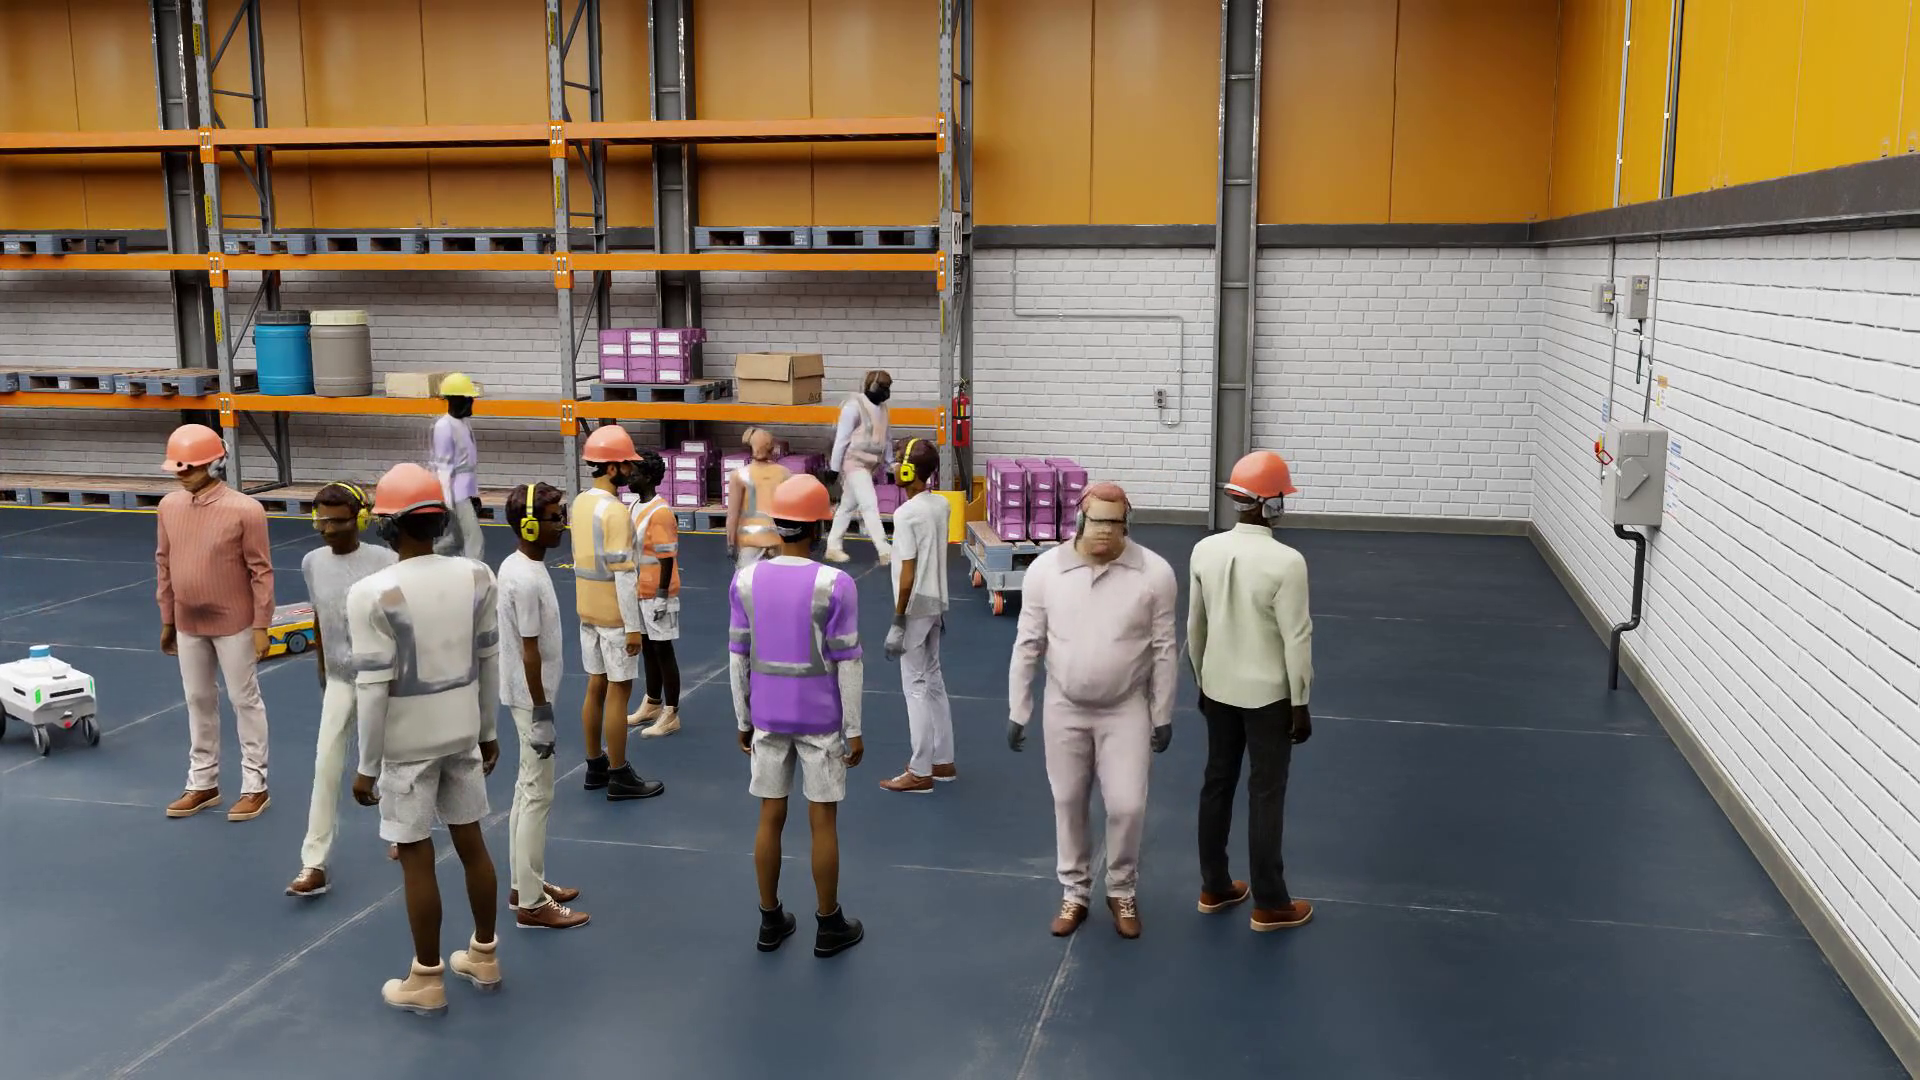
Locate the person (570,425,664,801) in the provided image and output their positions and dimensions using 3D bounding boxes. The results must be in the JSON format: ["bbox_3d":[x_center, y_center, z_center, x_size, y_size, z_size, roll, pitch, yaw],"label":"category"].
[{"bbox_3d":[-1.789,0.375,8.592,0.362,1.938,0.545,-7,12,-37],"label":"person"}]

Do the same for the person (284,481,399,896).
[{"bbox_3d":[-2.705,0.637,7.436,0.496,1.815,0.952,1,10,7],"label":"person"}]

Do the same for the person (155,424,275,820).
[{"bbox_3d":[-3.705,0.410,8.245,0.610,1.984,0.400,2,10,13],"label":"person"}]

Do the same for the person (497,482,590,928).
[{"bbox_3d":[-1.763,0.684,6.962,0.311,1.869,0.534,-3,10,-19],"label":"person"}]

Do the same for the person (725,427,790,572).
[{"bbox_3d":[-1.369,0.021,11.619,0.525,1.617,0.633,-9,13,-43],"label":"person"}]

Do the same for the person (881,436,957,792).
[{"bbox_3d":[-0.220,0.397,8.683,0.353,1.868,0.563,4,11,25],"label":"person"}]

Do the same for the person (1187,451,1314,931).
[{"bbox_3d":[1.224,0.623,6.949,0.382,1.996,0.608,-8,12,-40],"label":"person"}]

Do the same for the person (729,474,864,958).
[{"bbox_3d":[-0.638,0.699,6.671,0.552,1.935,0.374,3,10,17],"label":"person"}]

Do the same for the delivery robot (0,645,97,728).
[{"bbox_3d":[-5.285,0.850,9.584,0.707,0.478,0.477,8,13,41],"label":"delivery robot"}]

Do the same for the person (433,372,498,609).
[{"bbox_3d":[-4.049,-0.381,13.176,0.826,1.904,0.588,-1,10,-6],"label":"person"}]

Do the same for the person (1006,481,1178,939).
[{"bbox_3d":[0.536,0.698,6.817,0.695,1.893,0.437,2,10,12],"label":"person"}]

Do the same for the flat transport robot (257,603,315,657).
[{"bbox_3d":[-4.711,0.605,12.157,0.652,0.197,1.431,8,12,39],"label":"flat transport robot"}]

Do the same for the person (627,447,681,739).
[{"bbox_3d":[-1.814,0.303,9.728,0.317,1.696,0.538,-6,11,-32],"label":"person"}]

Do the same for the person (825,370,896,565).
[{"bbox_3d":[-0.847,-0.654,15.181,0.966,1.769,0.635,4,10,22],"label":"person"}]

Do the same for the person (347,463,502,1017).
[{"bbox_3d":[-1.988,0.732,6.165,0.391,2.040,0.615,7,12,36],"label":"person"}]
